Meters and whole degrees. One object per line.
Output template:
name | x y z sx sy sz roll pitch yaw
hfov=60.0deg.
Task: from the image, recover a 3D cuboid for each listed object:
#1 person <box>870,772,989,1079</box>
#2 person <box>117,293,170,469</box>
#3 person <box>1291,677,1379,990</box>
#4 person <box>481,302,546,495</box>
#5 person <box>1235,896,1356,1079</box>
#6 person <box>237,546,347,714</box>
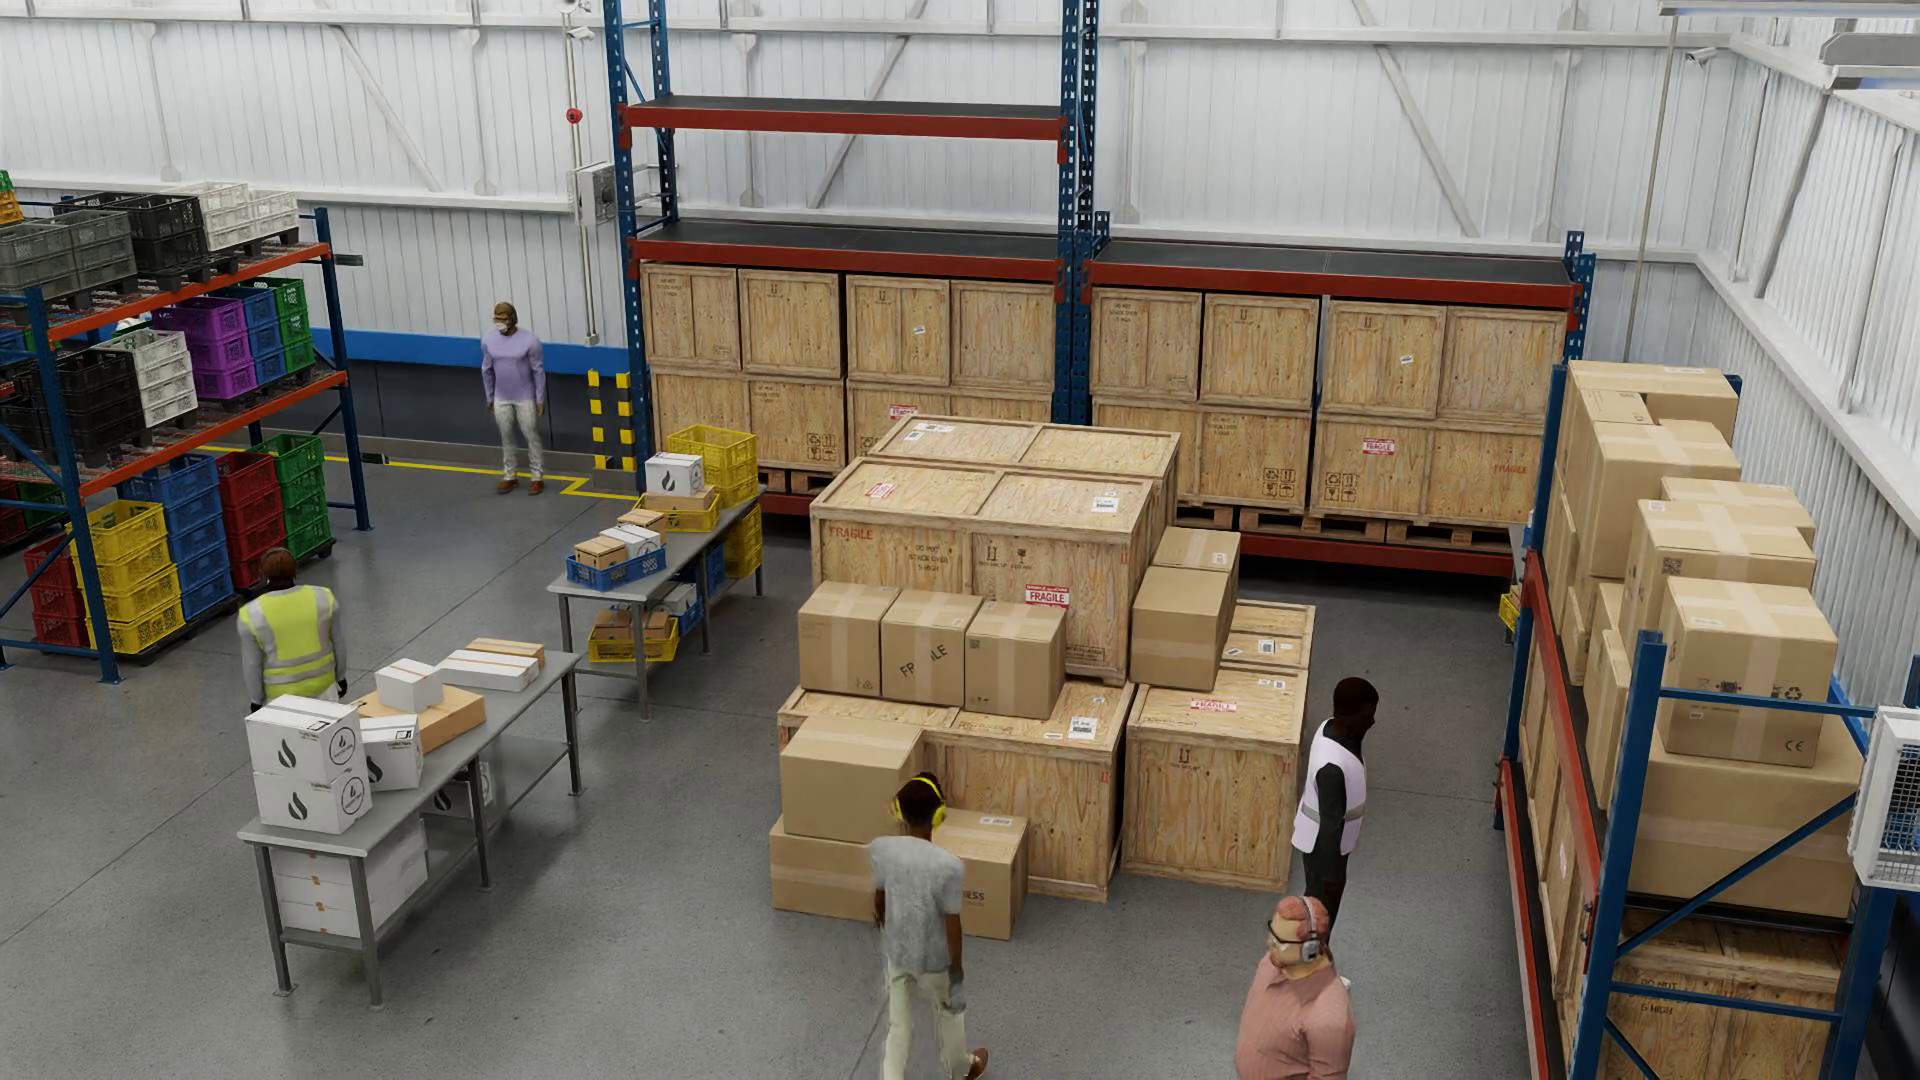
person | -0.125 1.904 7.840 0.524 1.837 0.835 9 23 23
person | -8.415 -1.681 17.163 0.343 1.882 0.585 -4 21 -10
person | 1.909 1.579 8.594 0.391 1.913 0.587 5 21 12
person | -4.365 -1.392 16.332 0.633 1.938 0.356 4 21 9
person | 1.313 2.278 6.771 0.410 1.912 0.641 -4 21 -10
person | -4.156 0.910 10.442 0.621 1.845 0.429 -15 25 -33
